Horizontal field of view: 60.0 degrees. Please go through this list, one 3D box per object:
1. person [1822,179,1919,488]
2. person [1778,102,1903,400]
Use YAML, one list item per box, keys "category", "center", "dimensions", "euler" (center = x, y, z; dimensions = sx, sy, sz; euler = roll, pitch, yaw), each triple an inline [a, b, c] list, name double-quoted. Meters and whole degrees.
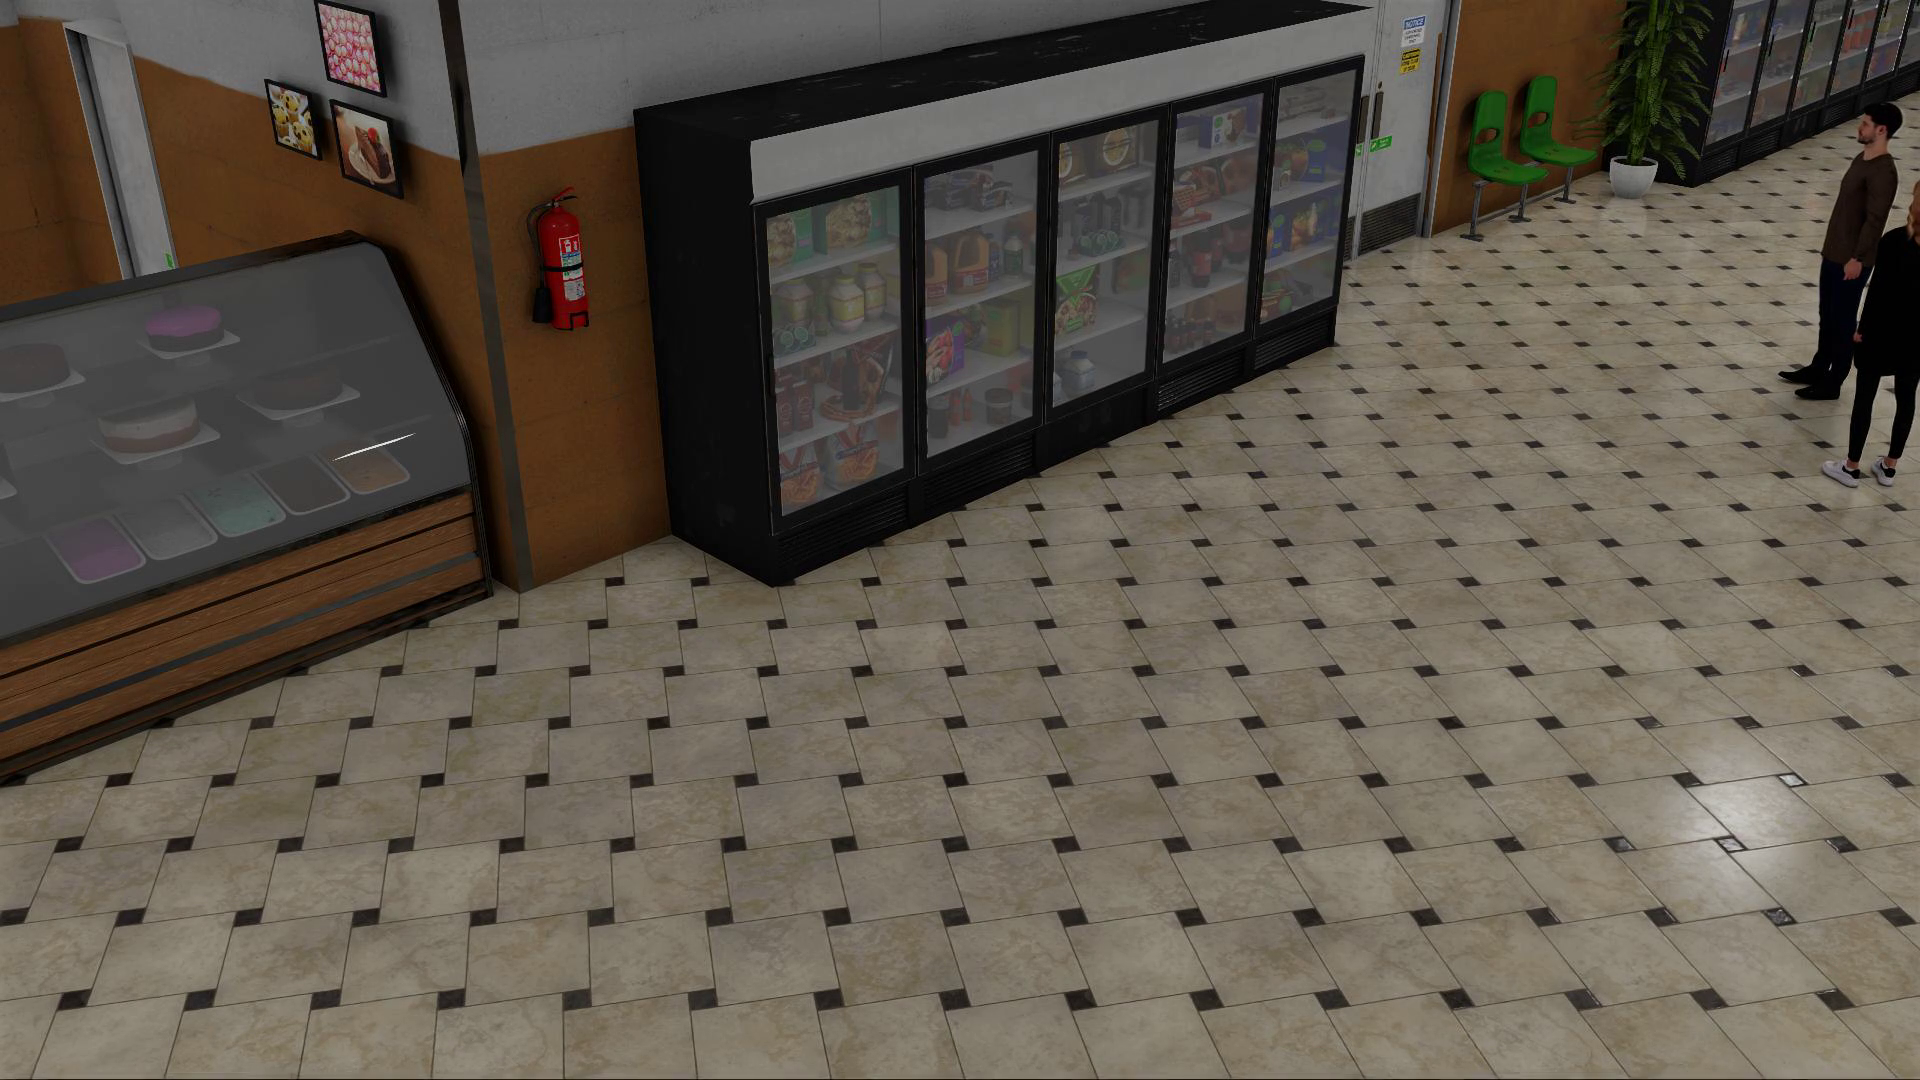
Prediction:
- category: "person"
  center: [5.256, -1.160, 9.324]
  dimensions: [0.665, 1.801, 0.726]
  euler: [0, 27, 0]
- category: "person"
  center: [5.639, -1.821, 10.533]
  dimensions: [0.768, 1.887, 0.737]
  euler: [3, 27, 6]
